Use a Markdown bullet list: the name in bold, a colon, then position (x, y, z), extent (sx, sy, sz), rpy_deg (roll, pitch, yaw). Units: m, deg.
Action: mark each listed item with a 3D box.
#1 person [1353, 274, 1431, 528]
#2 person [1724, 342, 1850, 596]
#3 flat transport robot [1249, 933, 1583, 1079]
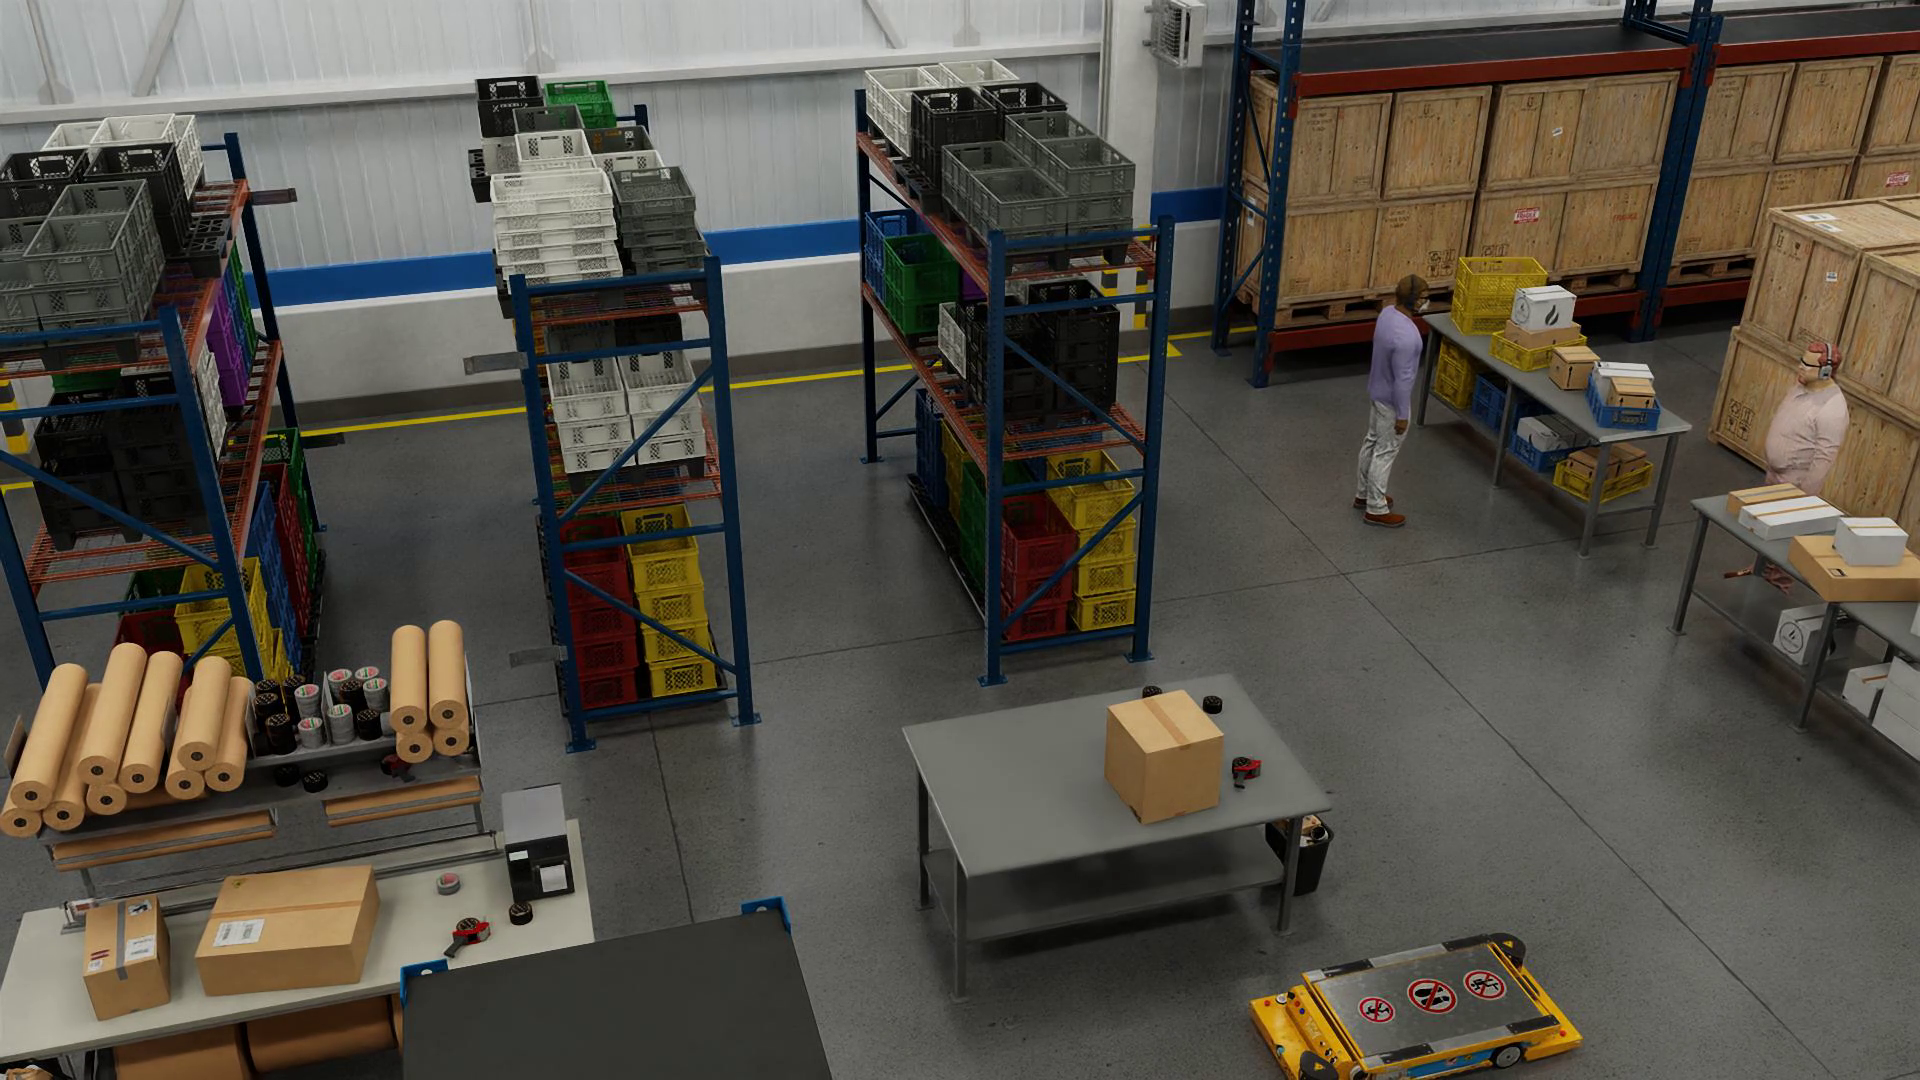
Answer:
- **person**: position (3.195, -1.039, 12.306), extent (0.352, 1.936, 0.635), rpy_deg (-1, 29, -2)
- **person**: position (5.612, -0.438, 11.244), extent (0.407, 1.910, 0.638), rpy_deg (2, 29, 4)
- **flat transport robot**: position (2.184, 2.282, 7.980), extent (1.431, 0.197, 0.652), rpy_deg (-8, 30, -14)
